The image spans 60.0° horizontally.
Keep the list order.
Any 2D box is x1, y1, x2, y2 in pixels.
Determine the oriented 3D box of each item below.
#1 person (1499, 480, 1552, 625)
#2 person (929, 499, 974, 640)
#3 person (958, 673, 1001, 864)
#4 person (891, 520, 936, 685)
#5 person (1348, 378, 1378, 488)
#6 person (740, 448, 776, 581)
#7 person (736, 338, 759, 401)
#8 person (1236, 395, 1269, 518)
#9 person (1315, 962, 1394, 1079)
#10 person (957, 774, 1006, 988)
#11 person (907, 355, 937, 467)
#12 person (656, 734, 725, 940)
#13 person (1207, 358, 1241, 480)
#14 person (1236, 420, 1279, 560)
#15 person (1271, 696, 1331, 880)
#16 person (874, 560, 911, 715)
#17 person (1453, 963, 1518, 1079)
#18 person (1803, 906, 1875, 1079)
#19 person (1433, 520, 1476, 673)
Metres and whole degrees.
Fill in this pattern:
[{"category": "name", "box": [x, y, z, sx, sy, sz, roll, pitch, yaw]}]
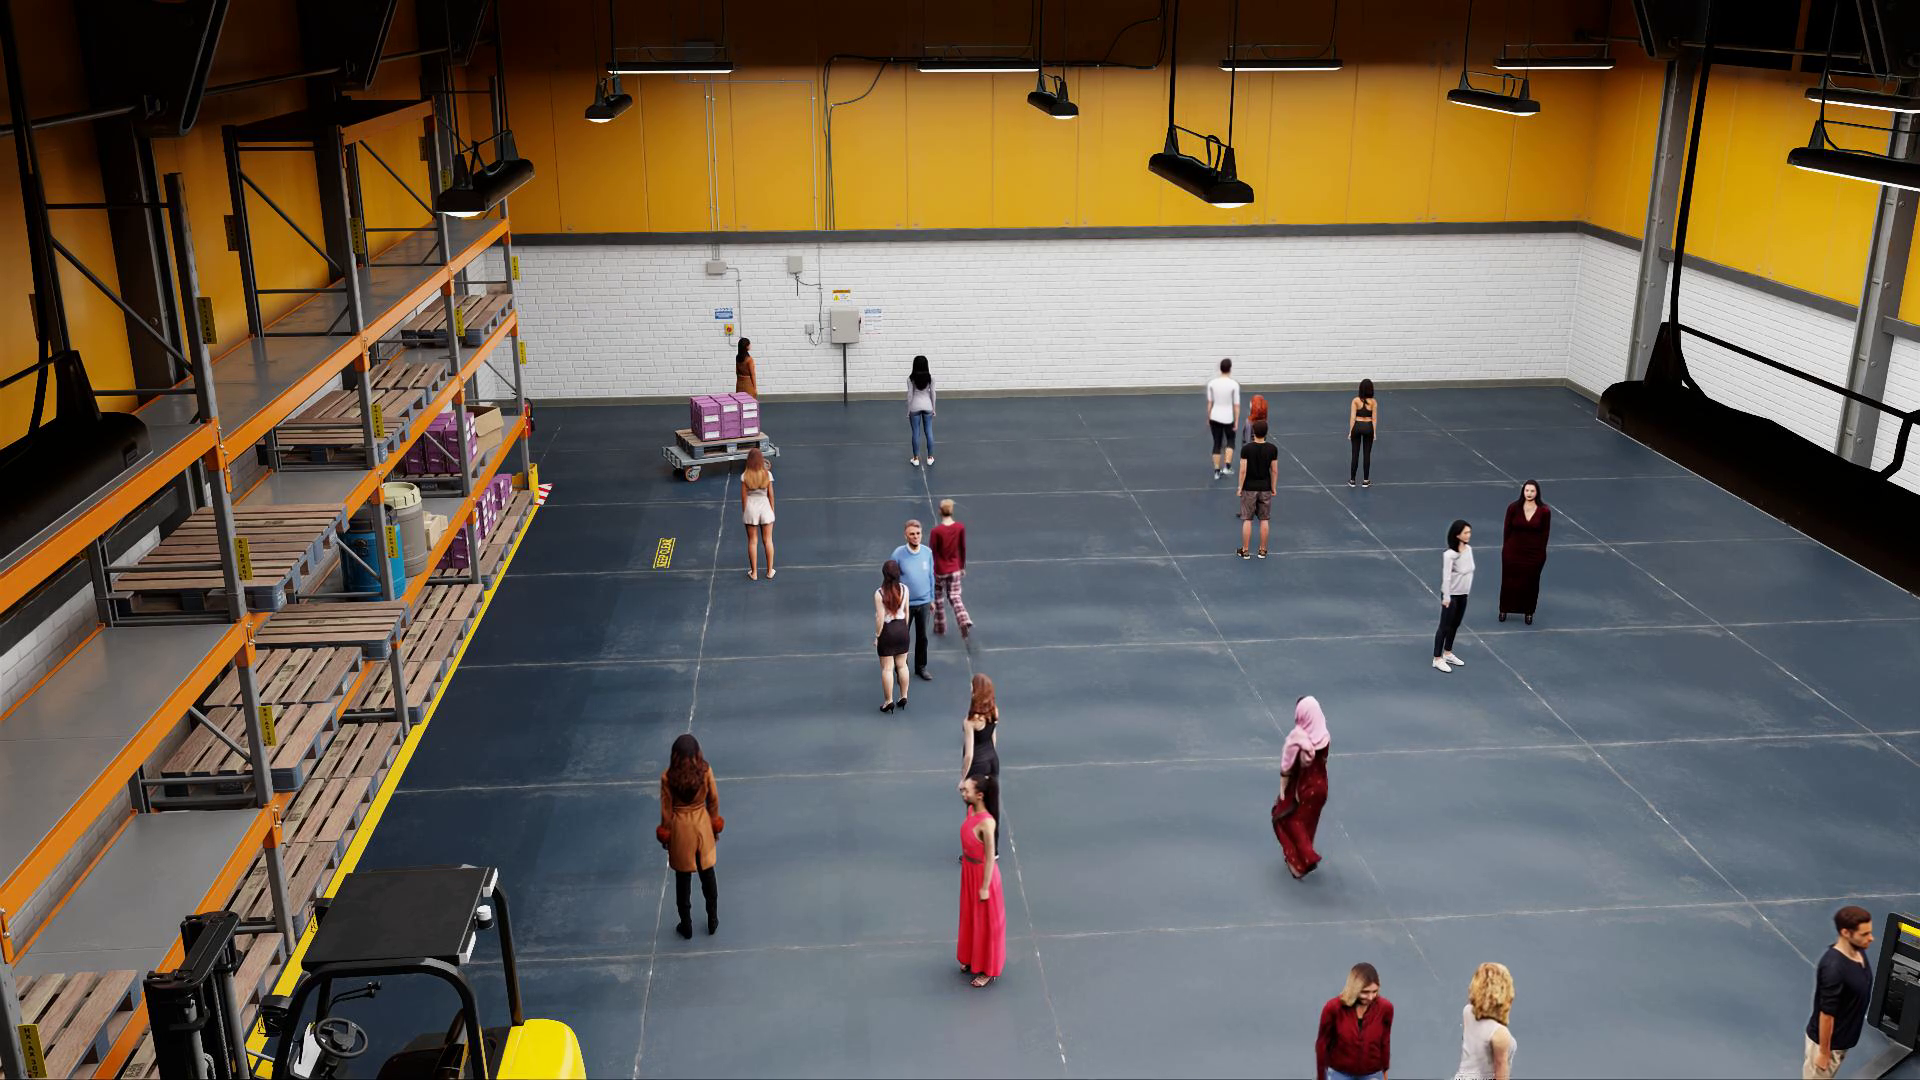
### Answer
[{"category": "person", "box": [6.618, 0.132, 19.495, 0.760, 1.756, 0.761, 6, 20, 18]}, {"category": "person", "box": [-0.118, 0.360, 18.929, 0.831, 1.686, 0.995, -10, 21, -27]}, {"category": "person", "box": [0.190, 1.946, 14.123, 0.717, 1.748, 0.652, 14, 23, 36]}, {"category": "person", "box": [-0.512, 0.635, 17.902, 0.713, 1.820, 0.662, -7, 20, -19]}, {"category": "person", "box": [6.011, -1.608, 24.837, 0.603, 1.643, 0.576, 4, 19, 11]}, {"category": "person", "box": [-2.552, -0.337, 20.982, 0.575, 1.696, 0.568, -3, 19, -9]}, {"category": "person", "box": [-3.526, -2.502, 27.421, 0.638, 1.689, 0.698, 15, 24, 38]}, {"category": "person", "box": [4.125, -1.175, 23.340, 0.656, 1.780, 0.687, -16, 24, -39]}, {"category": "person", "box": [2.434, 3.283, 10.361, 0.639, 1.614, 0.591, 0, 19, 0]}, {"category": "person", "box": [0.147, 2.527, 12.430, 0.732, 1.726, 0.596, -7, 20, -19]}, {"category": "person", "box": [-0.608, -2.028, 25.943, 0.626, 1.735, 0.543, -3, 19, -10]}, {"category": "person", "box": [-2.117, 2.315, 13.069, 0.748, 1.720, 0.678, -6, 20, -18]}, {"category": "person", "box": [3.943, -1.811, 25.133, 0.779, 1.840, 0.792, 7, 20, 19]}, {"category": "person", "box": [3.872, -0.669, 21.707, 0.662, 1.862, 0.569, -1, 19, -3]}, {"category": "person", "box": [2.910, 2.093, 13.875, 0.772, 1.626, 0.855, -8, 20, -22]}, {"category": "person", "box": [-0.694, 0.989, 17.117, 0.631, 1.649, 0.649, -12, 22, -32]}, {"category": "person", "box": [3.083, 3.365, 10.076, 0.791, 1.641, 0.788, -5, 19, -14]}, {"category": "person", "box": [5.475, 3.118, 10.471, 0.758, 1.857, 0.712, 17, 25, 40]}, {"category": "person", "box": [5.422, 0.587, 18.233, 0.704, 1.700, 0.744, -17, 25, -41]}]
